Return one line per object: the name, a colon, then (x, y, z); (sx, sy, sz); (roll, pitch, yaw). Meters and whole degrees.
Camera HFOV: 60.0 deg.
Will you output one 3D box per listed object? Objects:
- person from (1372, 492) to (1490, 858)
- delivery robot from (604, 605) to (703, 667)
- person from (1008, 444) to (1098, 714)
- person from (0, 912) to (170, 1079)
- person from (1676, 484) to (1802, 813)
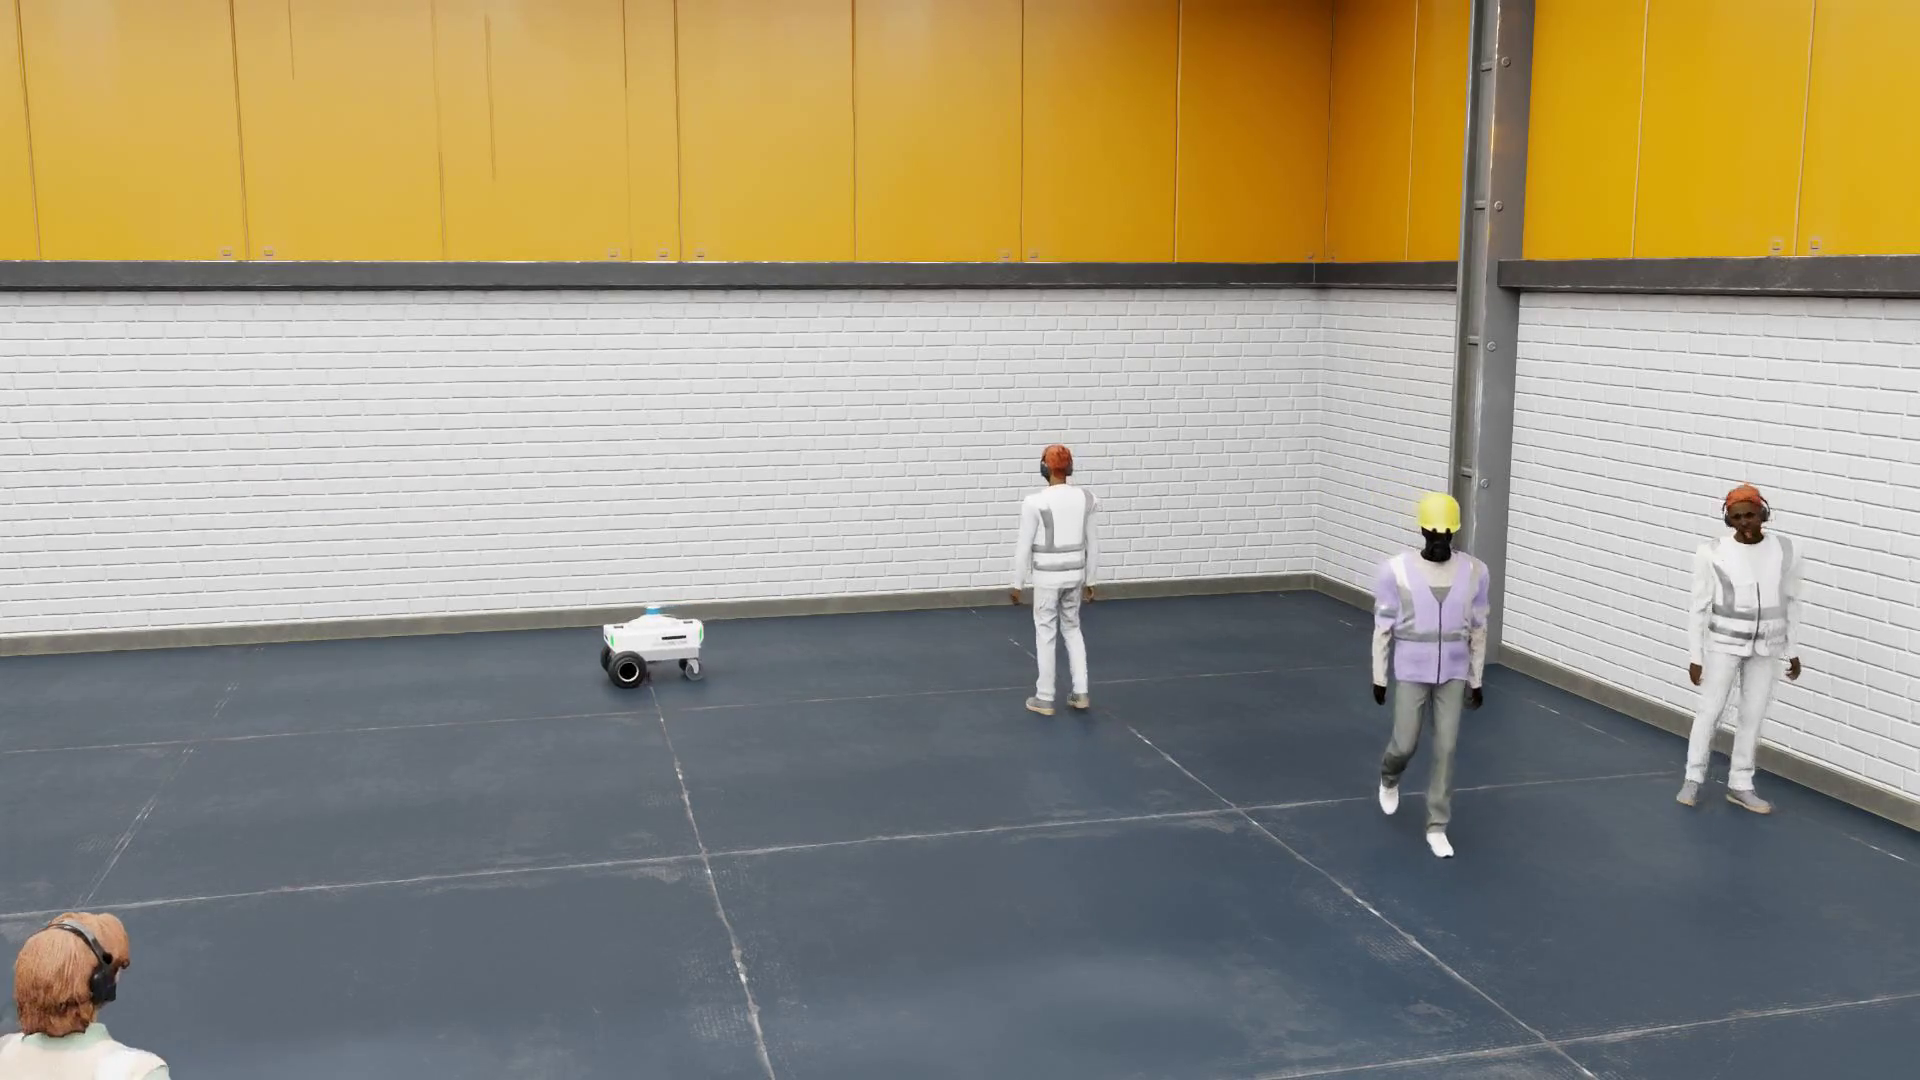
person: (2.479, 0.675, 8.835); (0.595, 1.911, 0.653); (0, 9, 0)
delivery robot: (-2.278, 0.731, 12.387); (0.707, 0.478, 0.477); (-3, 10, -19)
person: (0.643, 0.277, 11.406); (0.589, 1.881, 0.416); (-5, 10, -29)
person: (-1.956, 1.640, 3.658); (0.520, 1.628, 0.466); (3, 10, 21)
person: (4.402, 0.615, 9.409); (0.623, 1.855, 0.457); (1, 9, 4)
